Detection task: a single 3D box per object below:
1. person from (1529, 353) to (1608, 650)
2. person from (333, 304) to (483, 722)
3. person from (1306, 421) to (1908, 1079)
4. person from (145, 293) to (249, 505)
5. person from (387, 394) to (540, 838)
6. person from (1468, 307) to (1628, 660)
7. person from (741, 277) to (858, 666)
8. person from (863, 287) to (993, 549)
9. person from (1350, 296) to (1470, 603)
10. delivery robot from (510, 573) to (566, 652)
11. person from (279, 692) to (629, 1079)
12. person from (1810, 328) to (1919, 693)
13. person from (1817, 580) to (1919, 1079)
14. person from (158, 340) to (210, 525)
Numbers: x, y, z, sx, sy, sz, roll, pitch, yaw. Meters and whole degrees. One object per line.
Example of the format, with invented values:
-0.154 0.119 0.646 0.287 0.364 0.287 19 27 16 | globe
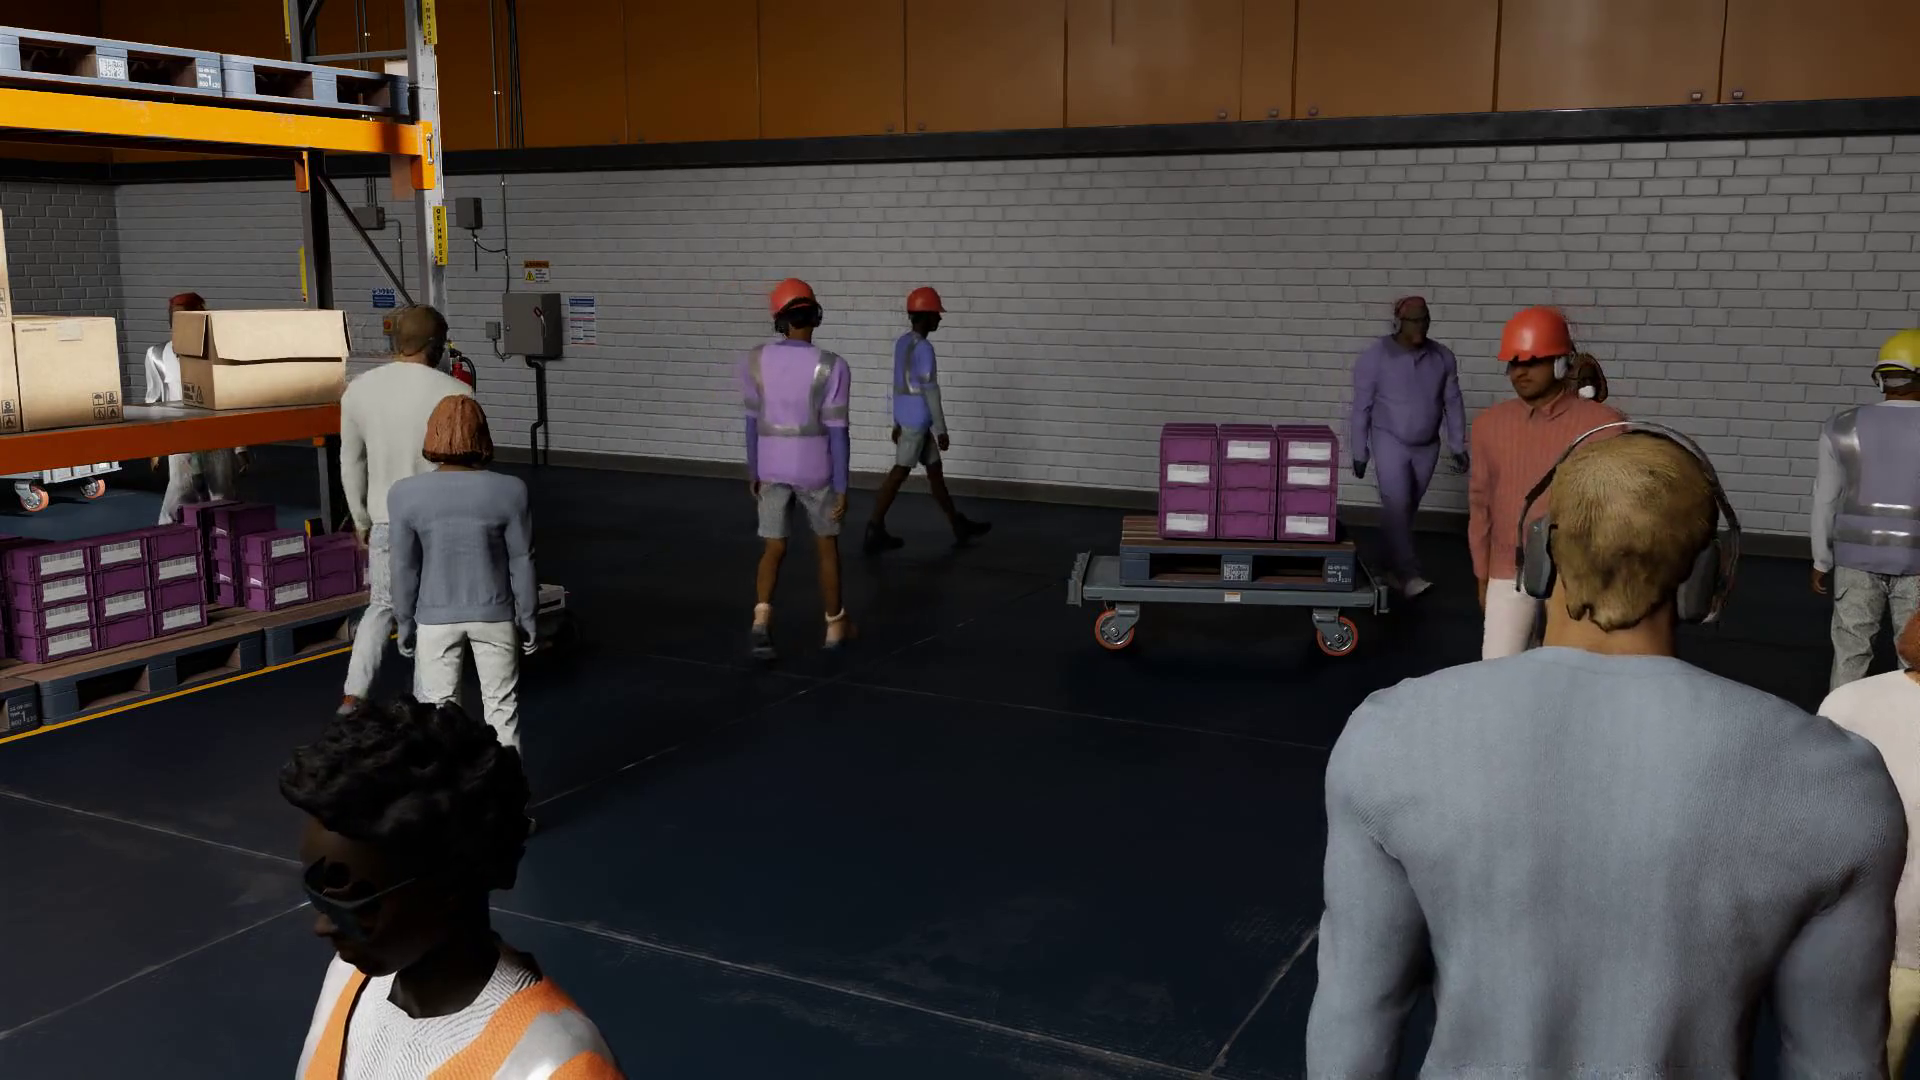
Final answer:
3.047 -0.115 8.317 0.501 1.633 0.283 -2 10 -13 | person
-2.395 -0.051 7.167 0.663 1.908 0.641 2 10 10 | person
0.769 0.815 2.090 0.671 1.928 0.500 4 11 22 | person
-4.700 -0.578 10.274 0.582 1.882 0.338 -2 10 -11 | person
-1.749 0.301 5.909 0.507 1.633 0.276 -2 10 -11 | person
2.159 0.114 6.159 0.616 1.940 1.066 6 12 33 | person
-0.860 -0.361 8.671 0.609 2.004 0.954 2 10 13 | person
-0.253 -0.869 11.971 1.012 1.879 0.563 -3 10 -15 | person
2.783 -0.549 10.187 0.653 1.854 1.013 -2 10 -14 | person
-2.386 0.327 8.609 0.707 0.478 0.477 6 11 31 | delivery robot
-0.528 0.984 1.783 0.533 1.692 0.319 9 13 42 | person
3.723 0.075 6.654 0.591 1.829 0.404 6 12 32 | person
1.814 0.793 3.088 0.493 1.626 0.286 3 10 17 | person
-4.789 -0.456 10.386 0.794 1.599 0.521 -2 10 -12 | person
